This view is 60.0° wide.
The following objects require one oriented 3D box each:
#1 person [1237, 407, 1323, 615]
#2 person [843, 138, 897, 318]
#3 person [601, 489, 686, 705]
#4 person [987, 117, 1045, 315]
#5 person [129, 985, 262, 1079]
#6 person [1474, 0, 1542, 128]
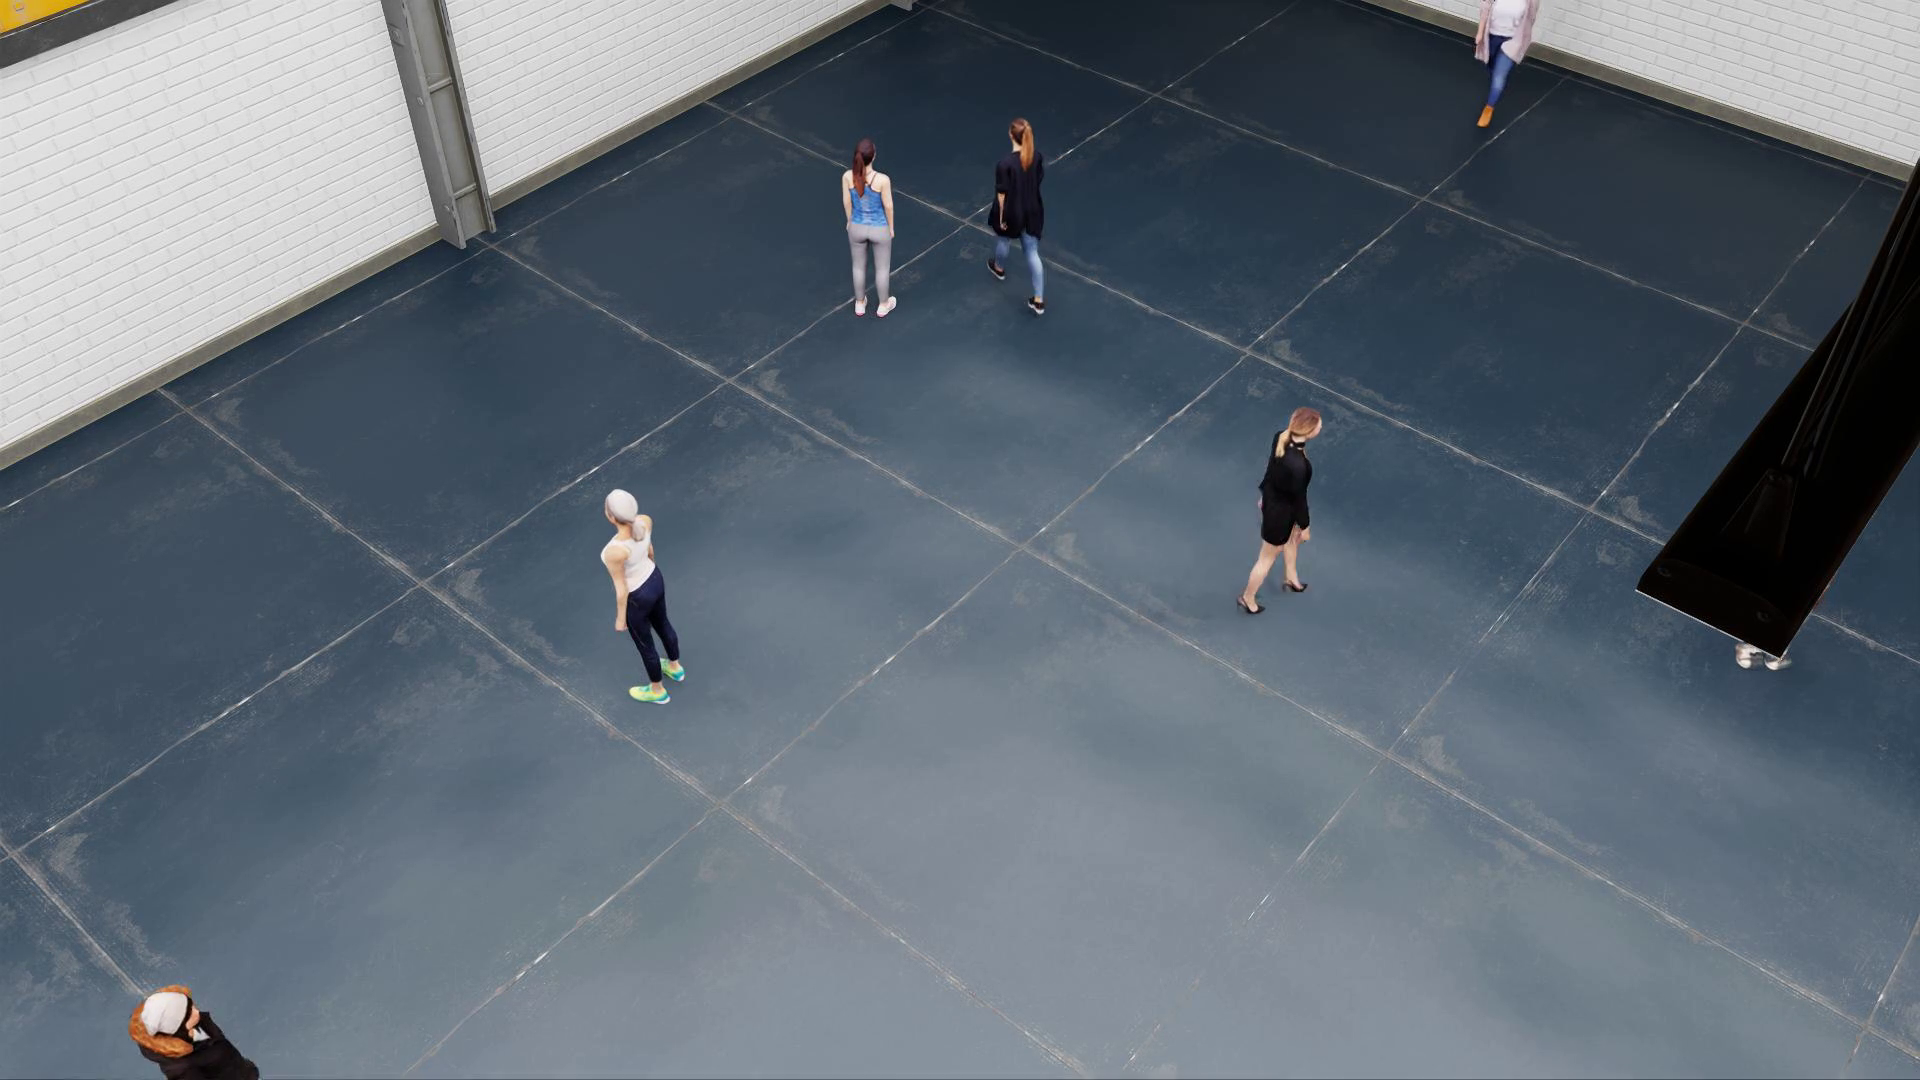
[{"bbox_3d":[2.023,-0.152,10.896,0.925,1.745,0.843,-9,44,-9],"label":"person"},{"bbox_3d":[-0.735,-2.528,13.487,0.653,1.610,0.680,8,44,8],"label":"person"},{"bbox_3d":[-1.988,0.353,10.397,0.722,1.701,0.570,16,46,16],"label":"person"},{"bbox_3d":[0.530,-2.604,13.548,1.152,1.636,1.005,-18,46,-18],"label":"person"},{"bbox_3d":[-3.670,2.656,8.036,0.845,1.622,0.782,-14,45,-15],"label":"person"},{"bbox_3d":[5.231,-4.837,15.848,0.813,1.696,1.141,20,47,20],"label":"person"}]
